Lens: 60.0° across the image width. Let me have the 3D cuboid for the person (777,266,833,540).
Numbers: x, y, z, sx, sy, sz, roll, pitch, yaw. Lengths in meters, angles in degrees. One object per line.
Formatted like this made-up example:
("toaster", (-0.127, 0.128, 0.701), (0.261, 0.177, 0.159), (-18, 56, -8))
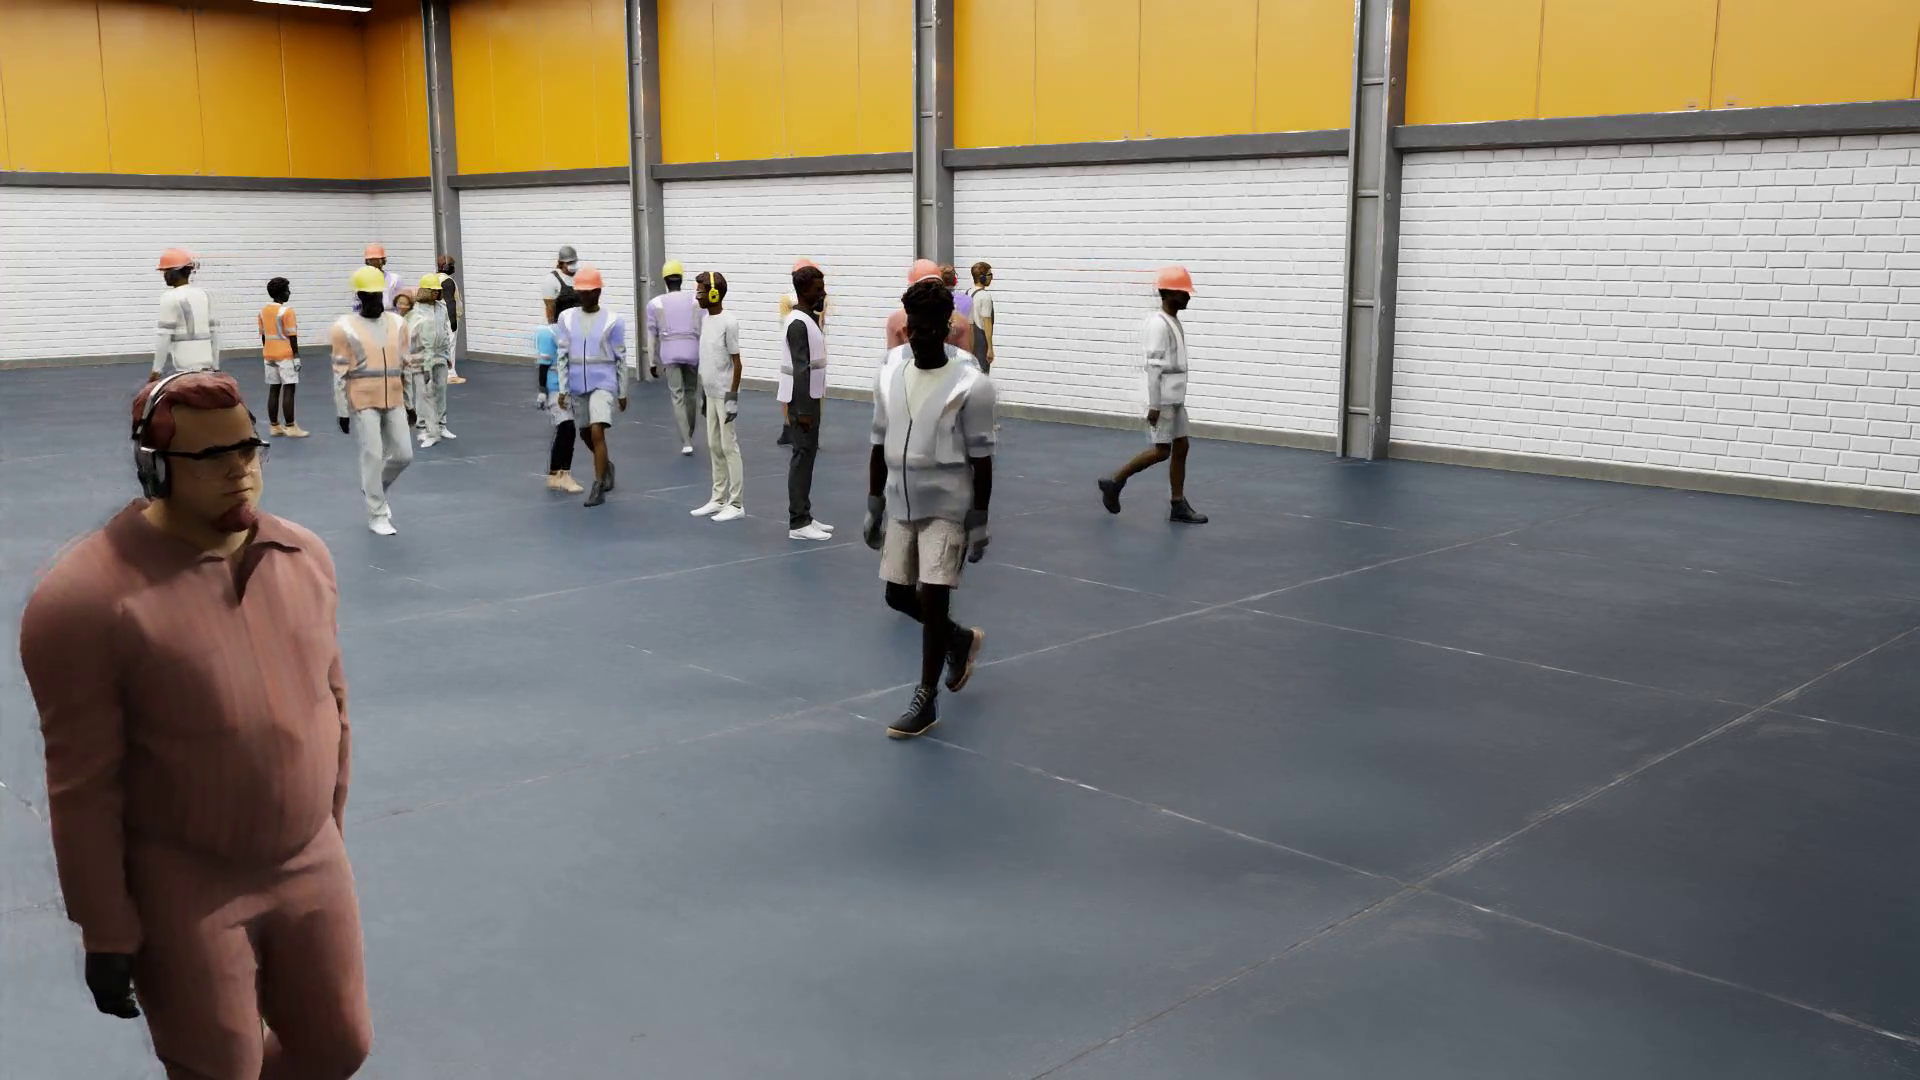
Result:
("person", (-1.096, -0.966, 11.744), (0.377, 1.917, 0.599), (0, 10, -1))

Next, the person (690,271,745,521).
("person", (-1.814, -1.072, 12.477), (0.331, 1.864, 0.513), (-7, 13, -35))

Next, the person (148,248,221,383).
("person", (-6.892, -1.550, 14.655), (0.837, 2.010, 0.616), (1, 10, 4))

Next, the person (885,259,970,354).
("person", (-0.210, -1.010, 11.862), (0.649, 1.968, 0.650), (-1, 10, -7))

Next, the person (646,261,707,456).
("person", (-2.778, -1.795, 16.390), (0.606, 1.867, 0.991), (-3, 11, -18))

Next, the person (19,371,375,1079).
("person", (-1.432, 0.618, 3.189), (0.564, 1.890, 0.649), (6, 12, 31))

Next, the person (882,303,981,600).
("person", (-0.162, -0.502, 9.480), (0.618, 1.818, 0.497), (2, 11, 10))

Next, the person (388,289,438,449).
("person", (-5.460, -1.676, 16.483), (0.538, 1.595, 0.844), (2, 11, 10))

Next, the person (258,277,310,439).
("person", (-7.146, -1.917, 17.534), (0.540, 1.695, 0.317), (6, 12, 31))

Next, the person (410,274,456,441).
("person", (-5.489, -1.895, 17.321), (0.337, 1.733, 0.480), (5, 12, 27))

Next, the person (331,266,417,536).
("person", (-4.200, -0.995, 11.909), (0.519, 1.917, 0.594), (9, 14, 41))

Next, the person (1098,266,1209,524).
("person", (1.458, -1.067, 12.324), (0.747, 1.918, 0.550), (4, 11, 22))

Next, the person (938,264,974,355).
("person", (-0.135, -1.813, 16.561), (0.565, 1.846, 0.390), (-2, 11, -11))

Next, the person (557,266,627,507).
("person", (-2.945, -1.264, 13.445), (0.538, 1.909, 0.935), (1, 10, 8))

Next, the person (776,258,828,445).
("person", (-1.602, -1.872, 16.735), (0.557, 1.896, 0.673), (-6, 12, -31))

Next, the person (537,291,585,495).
("person", (-3.204, -1.210, 13.716), (0.608, 1.670, 0.543), (5, 11, 24))

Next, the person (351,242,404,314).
("person", (-7.083, -2.598, 20.304), (0.614, 2.042, 0.392), (-3, 11, -18))

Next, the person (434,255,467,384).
("person", (-7.401, -3.181, 24.039), (0.429, 1.840, 0.633), (-8, 13, -36))

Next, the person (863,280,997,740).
("person", (-0.106, -0.154, 7.230), (0.626, 1.947, 0.746), (7, 13, 34))

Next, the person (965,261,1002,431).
("person", (0.214, -2.107, 18.168), (0.351, 1.846, 0.507), (-6, 12, -28))

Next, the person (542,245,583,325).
("person", (-5.066, -2.837, 21.617), (0.704, 2.000, 0.548), (-9, 14, -41))
